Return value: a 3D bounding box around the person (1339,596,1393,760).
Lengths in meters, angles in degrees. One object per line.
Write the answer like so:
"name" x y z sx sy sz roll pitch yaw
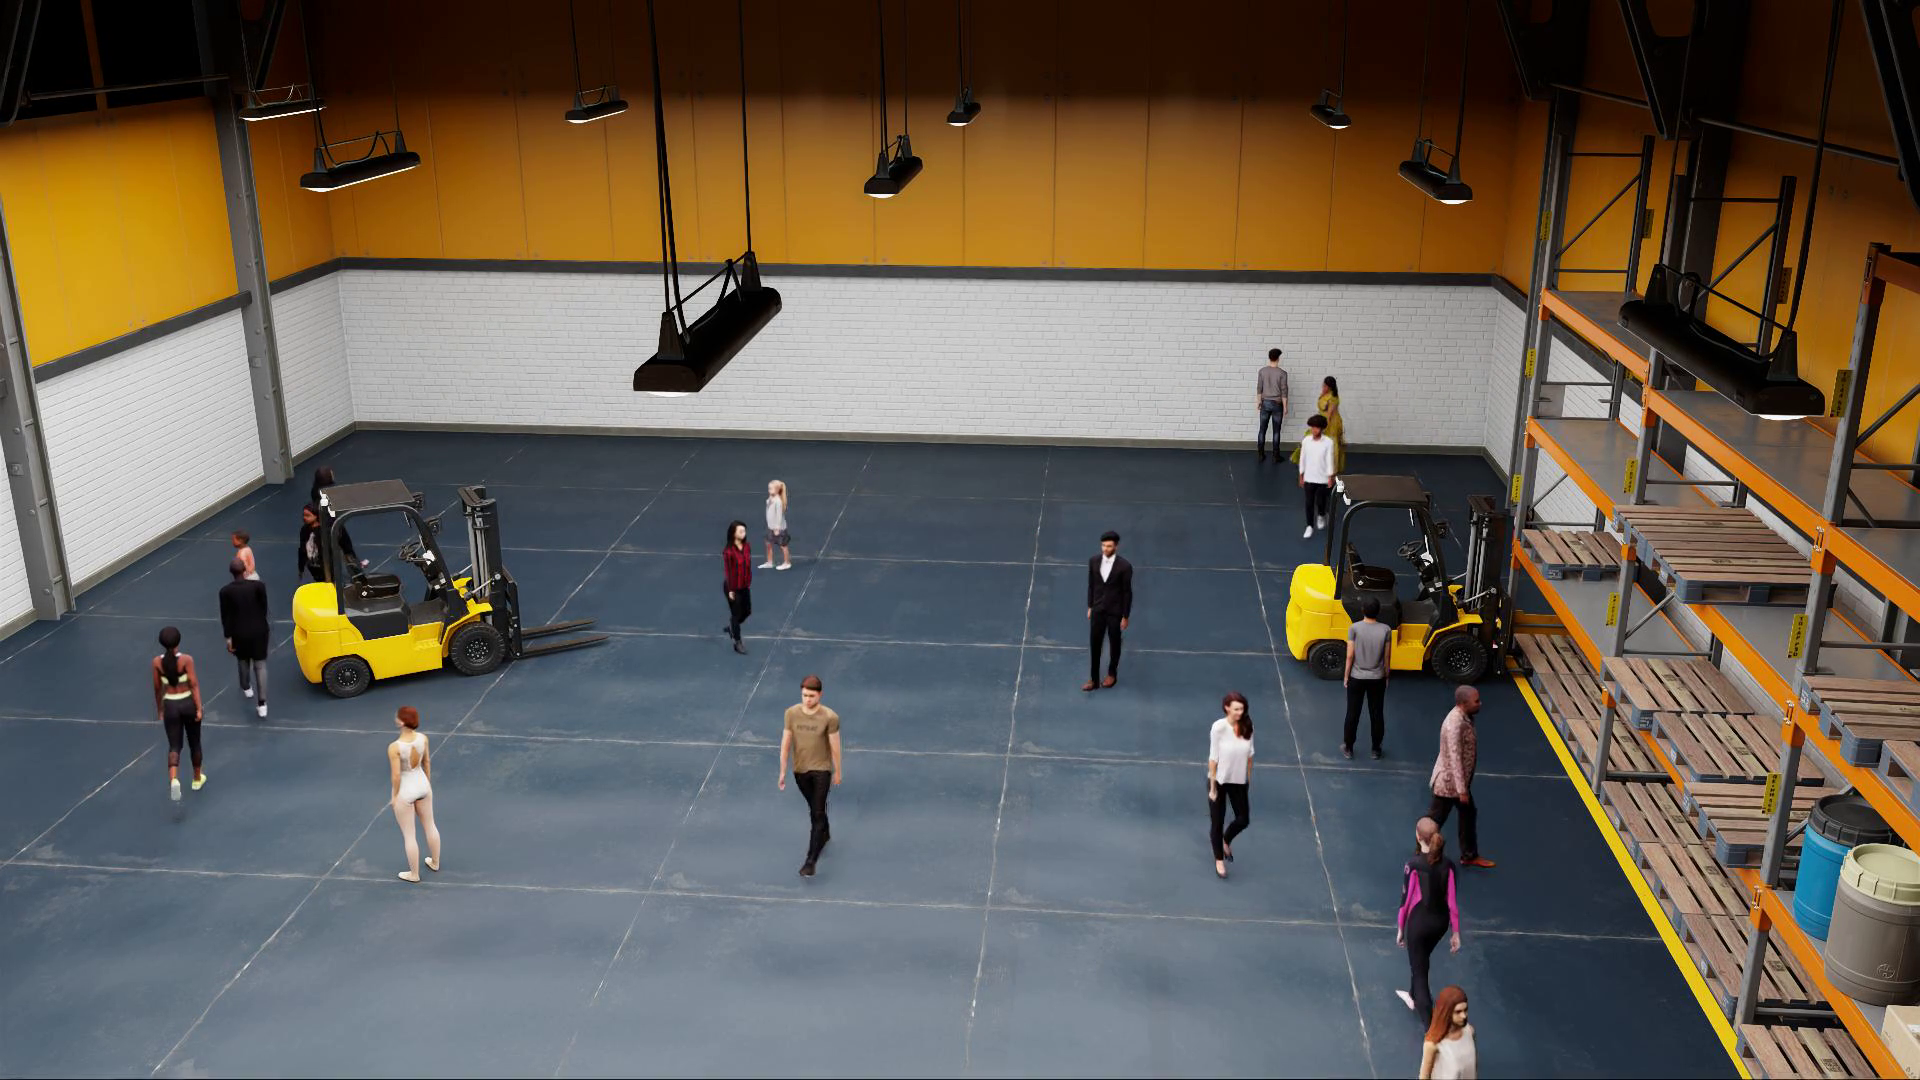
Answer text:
"person" 4.152 1.395 16.969 0.604 1.755 0.536 1 19 4

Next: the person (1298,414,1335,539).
"person" 5.124 -0.937 23.828 0.787 1.799 0.879 8 20 22

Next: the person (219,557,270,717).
"person" -7.666 1.078 17.975 1.016 1.715 1.216 -9 21 -25

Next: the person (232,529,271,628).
"person" -8.676 0.492 20.354 0.613 1.307 0.530 -3 19 -10

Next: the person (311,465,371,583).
"person" -8.351 -0.150 21.832 0.911 1.580 1.127 9 21 26

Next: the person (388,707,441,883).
"person" -4.830 2.224 14.684 0.673 1.642 0.565 13 22 33

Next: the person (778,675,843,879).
"person" -1.299 2.044 14.969 0.856 1.803 1.254 6 19 17

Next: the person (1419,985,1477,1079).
"person" 3.023 3.573 10.600 0.971 1.692 1.133 -10 21 -28

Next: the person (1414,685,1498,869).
"person" 4.286 2.114 14.792 0.992 1.782 0.995 11 22 30

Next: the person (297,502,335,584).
"person" -7.751 0.322 20.340 0.779 1.638 1.094 6 20 18

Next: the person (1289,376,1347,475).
"person" 6.001 -1.829 26.741 1.078 1.629 1.210 -5 19 -14

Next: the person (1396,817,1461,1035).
"person" 3.509 2.969 12.393 0.771 1.694 1.195 -2 19 -7

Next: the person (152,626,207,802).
"person" -7.550 1.708 16.077 0.752 1.732 1.042 -4 19 -11

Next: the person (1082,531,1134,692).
"person" 1.718 0.757 18.689 0.909 1.868 0.996 10 21 27

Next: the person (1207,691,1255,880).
"person" 2.320 2.131 14.737 0.724 1.785 0.767 -6 20 -18

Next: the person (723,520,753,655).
"person" -2.709 0.542 19.678 0.800 1.643 0.744 13 22 33

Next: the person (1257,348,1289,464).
"person" 5.157 -2.230 27.501 0.766 1.904 0.742 10 21 28

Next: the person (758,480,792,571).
"person" -2.422 -0.206 22.500 0.756 1.261 0.717 -10 21 -27
